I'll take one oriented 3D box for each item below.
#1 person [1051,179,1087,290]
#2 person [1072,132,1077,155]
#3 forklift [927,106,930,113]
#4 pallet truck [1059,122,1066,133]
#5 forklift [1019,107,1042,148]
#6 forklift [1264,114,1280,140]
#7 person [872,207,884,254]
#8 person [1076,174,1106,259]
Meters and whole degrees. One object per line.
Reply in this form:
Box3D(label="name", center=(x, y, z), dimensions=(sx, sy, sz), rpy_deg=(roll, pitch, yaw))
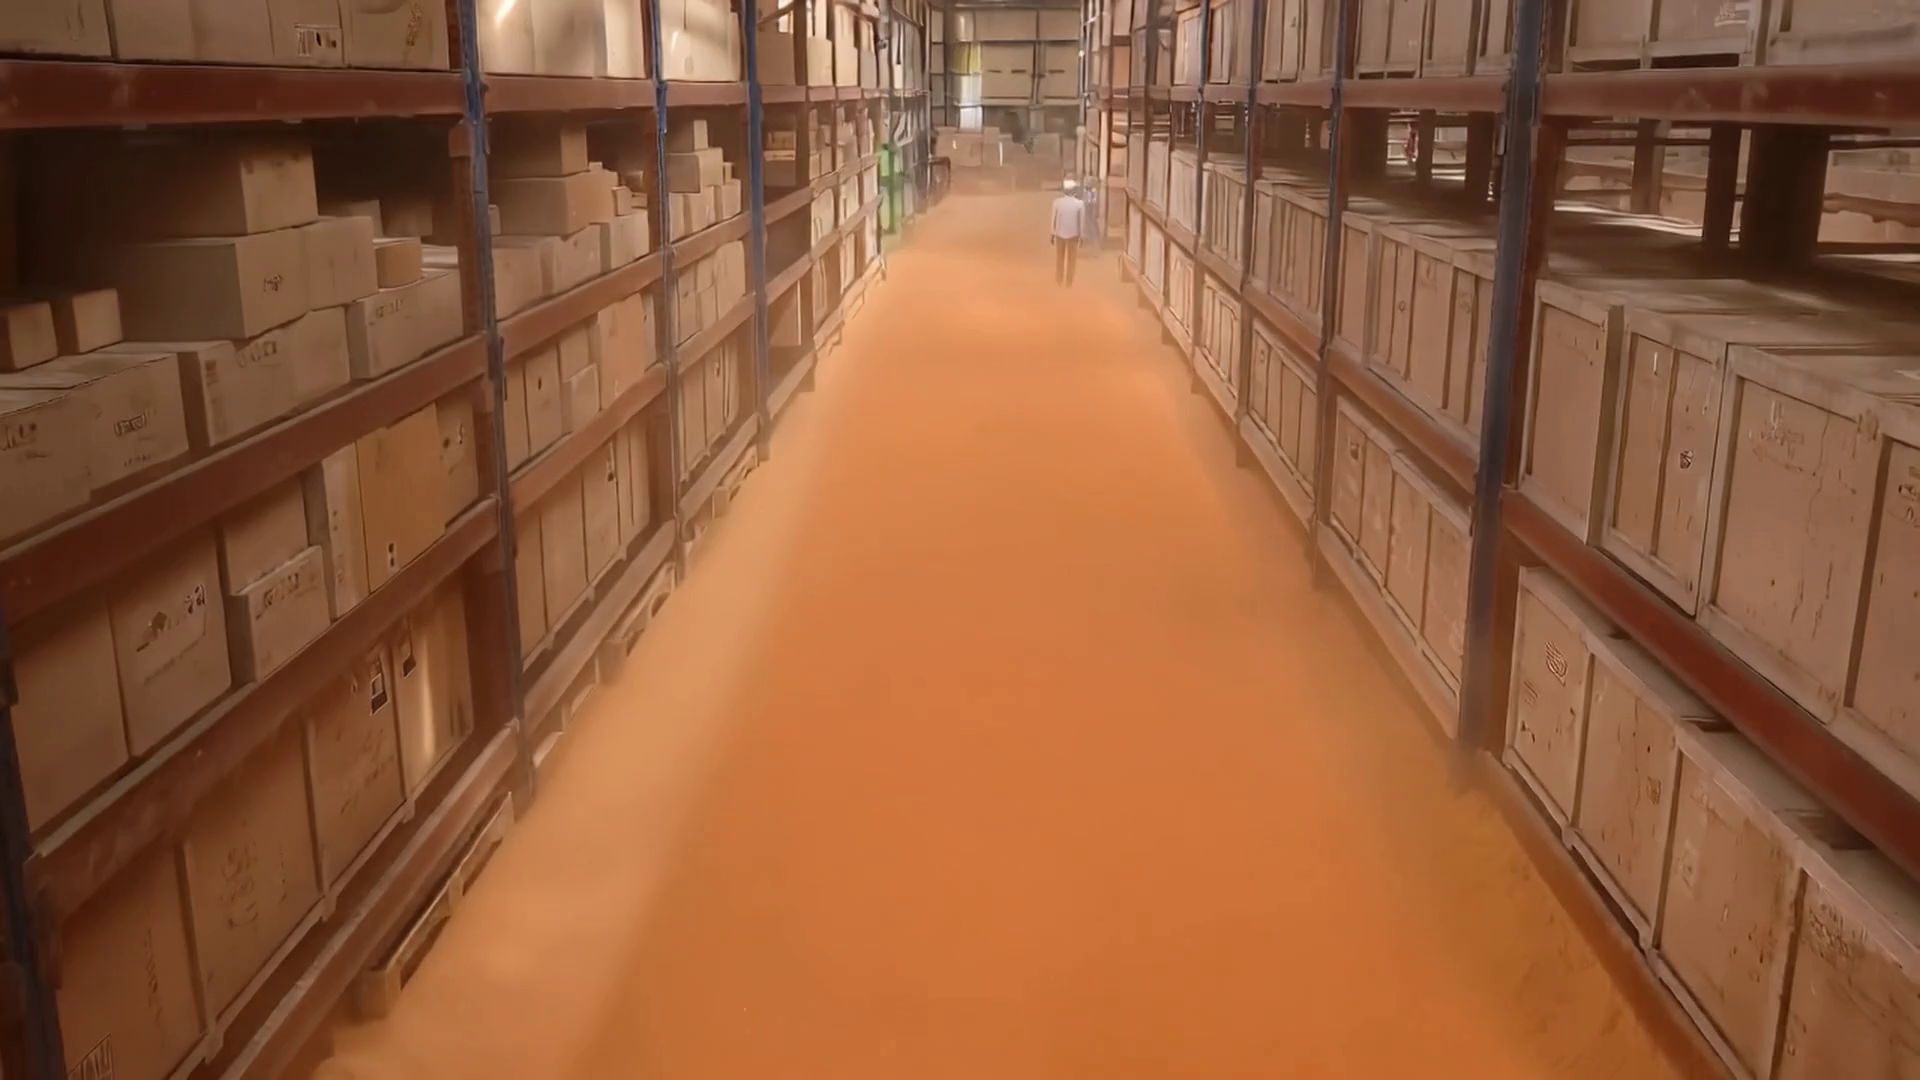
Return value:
Box3D(label="person", center=(1.967, -5.562, 30.240), dimensions=(0.662, 1.948, 0.971), rpy_deg=(-1, 15, -2))
Box3D(label="person", center=(5.156, -17.071, 73.173), dimensions=(0.548, 1.908, 0.890), rpy_deg=(-3, 15, -12))
Box3D(label="forklift", center=(-2.001, -20.667, 84.687), dimensions=(1.129, 2.768, 1.873), rpy_deg=(0, 15, 2))
Box3D(label="pallet truck", center=(5.788, -21.111, 88.014), dimensions=(1.885, 1.965, 0.823), rpy_deg=(5, 16, 18))
Box3D(label="forklift", center=(3.531, -19.640, 80.864), dimensions=(1.129, 2.768, 1.873), rpy_deg=(-8, 17, -26))
Box3D(label="forklift", center=(11.029, -14.023, 59.965), dimensions=(1.129, 2.768, 1.873), rpy_deg=(0, 15, 2))
Box3D(label="person", center=(-2.117, -7.137, 36.432), dimensions=(0.988, 1.775, 0.626), rpy_deg=(3, 15, 10))
Box3D(label="person", center=(2.787, -6.873, 35.411), dimensions=(0.813, 1.798, 0.583), rpy_deg=(8, 17, 27))
